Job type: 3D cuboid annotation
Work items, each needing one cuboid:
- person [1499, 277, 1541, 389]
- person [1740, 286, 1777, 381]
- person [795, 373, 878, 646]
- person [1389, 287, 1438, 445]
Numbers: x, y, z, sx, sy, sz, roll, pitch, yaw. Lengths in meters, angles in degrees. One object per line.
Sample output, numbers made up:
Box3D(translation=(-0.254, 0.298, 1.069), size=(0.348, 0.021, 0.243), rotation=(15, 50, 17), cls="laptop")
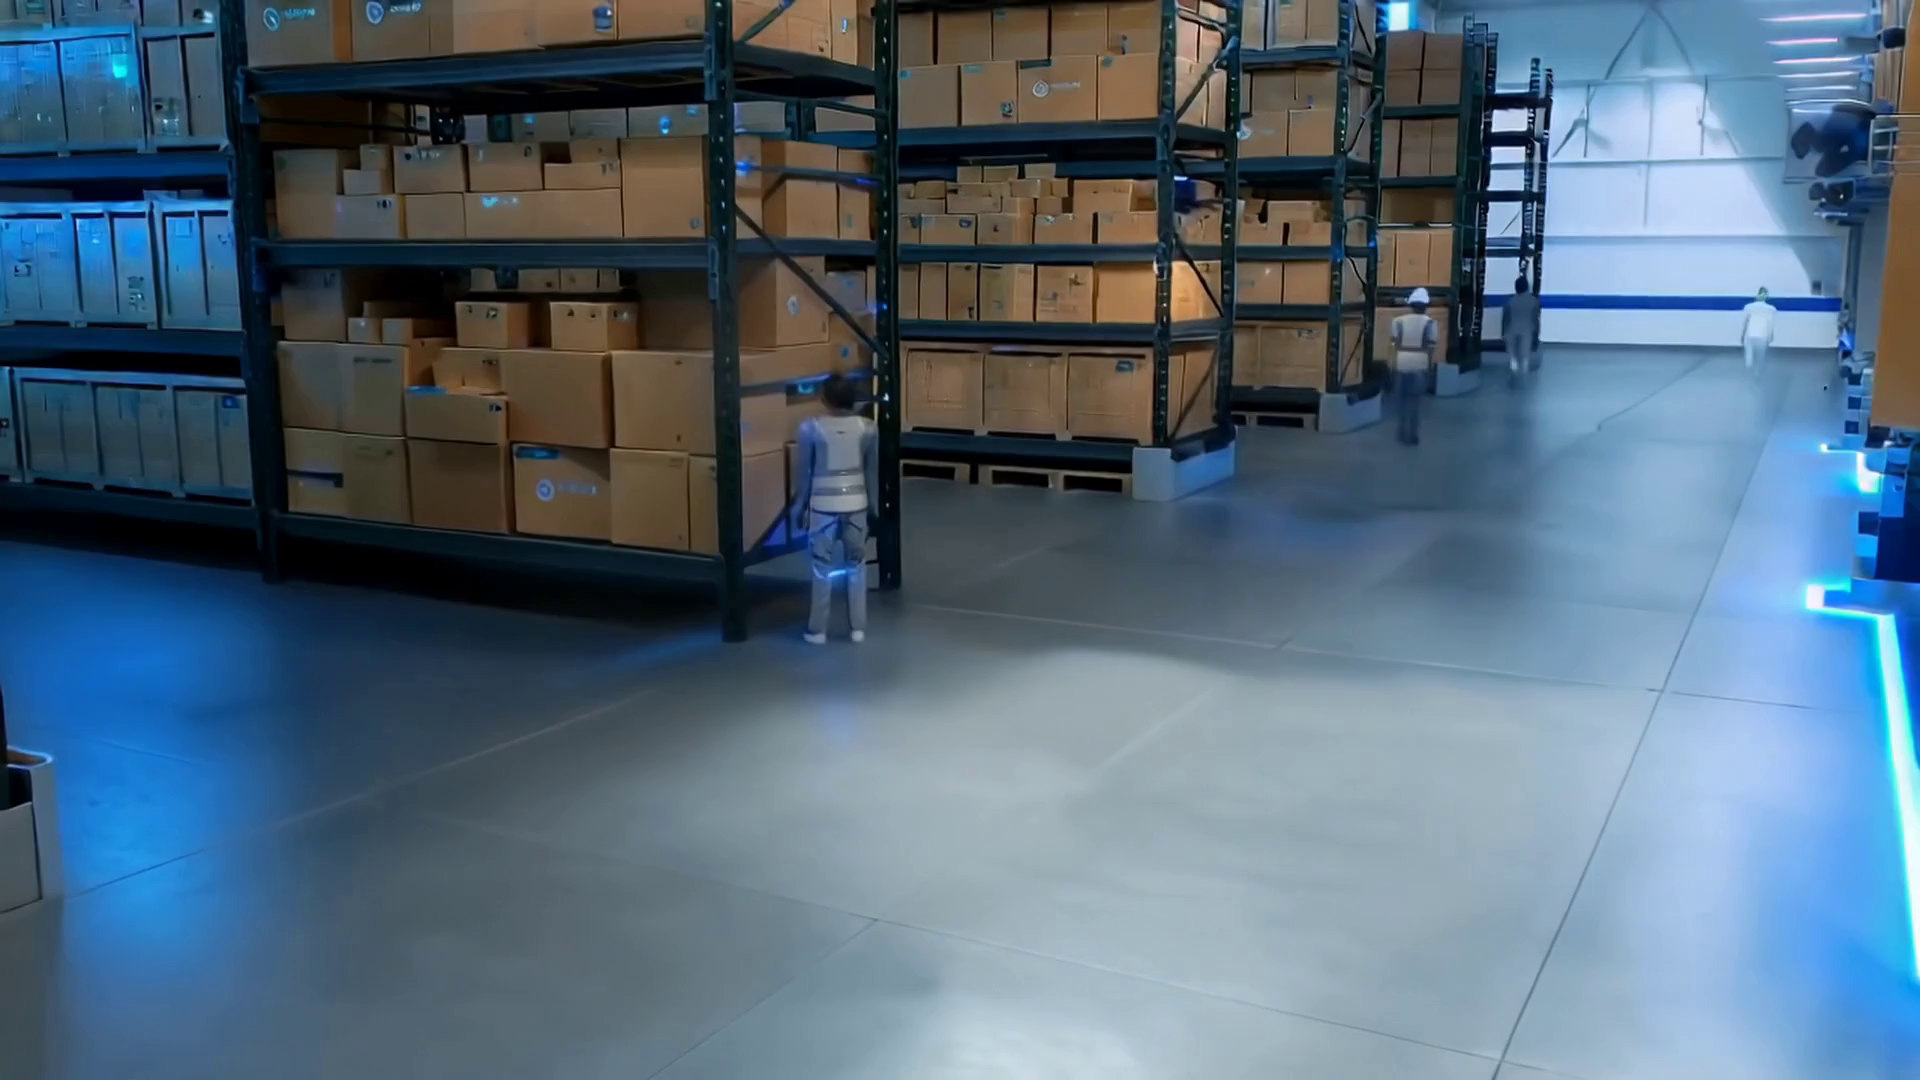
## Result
Box3D(translation=(9.590, -3.526, 28.459), size=(0.670, 1.915, 0.645), rotation=(2, 10, 12), cls="person")
Box3D(translation=(14.547, -3.758, 30.299), size=(0.584, 1.735, 0.421), rotation=(5, 11, 25), cls="person")
Box3D(translation=(-0.724, -0.178, 9.891), size=(0.521, 1.630, 0.321), rotation=(-4, 11, -24), cls="person")
Box3D(translation=(5.524, -2.110, 20.231), size=(0.576, 1.919, 0.401), rotation=(5, 11, 26), cls="person")
